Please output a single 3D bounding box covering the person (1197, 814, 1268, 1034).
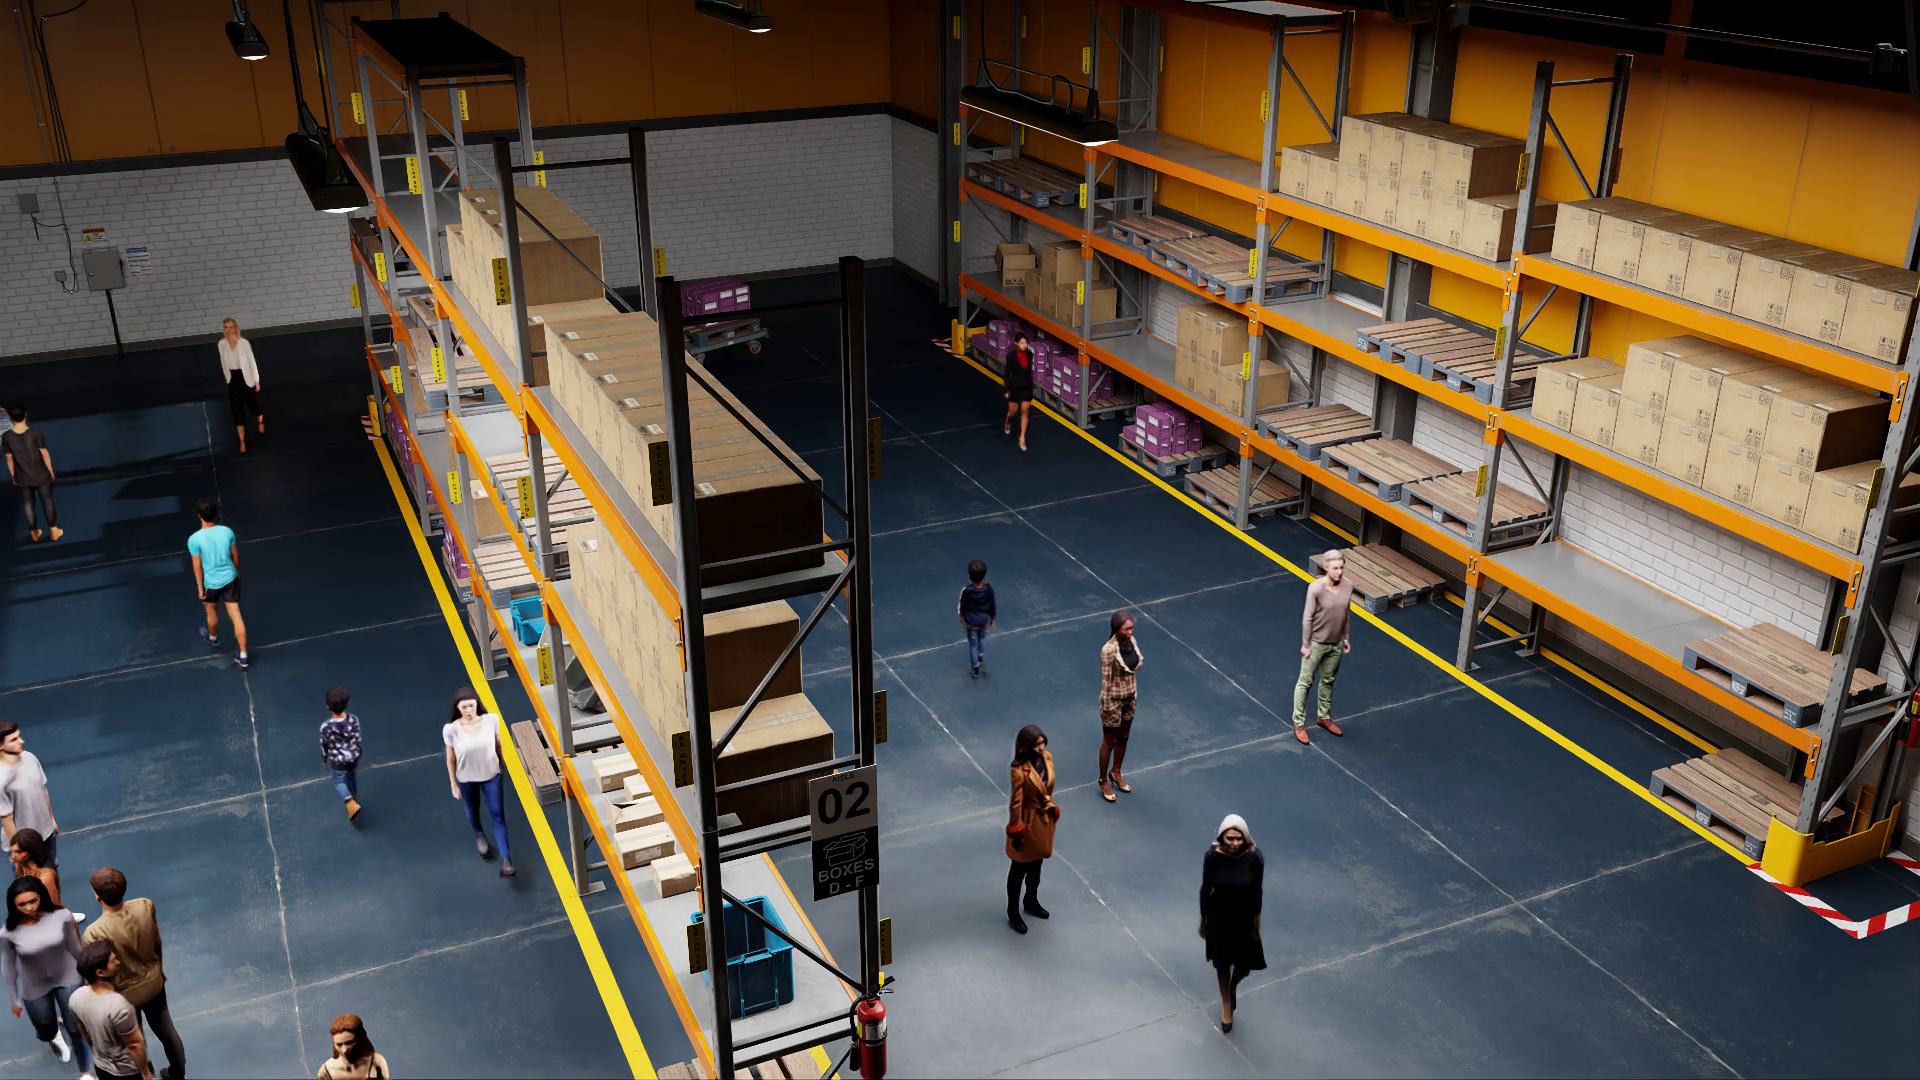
[{"bbox_3d":[1.903,2.646,11.679,0.800,1.737,0.852,3,24,8],"label":"person"}]

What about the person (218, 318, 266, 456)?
[{"bbox_3d":[-9.666,-2.117,22.478,0.879,1.814,1.249,-3,24,-8],"label":"person"}]

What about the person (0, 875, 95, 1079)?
[{"bbox_3d":[-6.062,2.921,11.078,0.733,1.714,0.934,-17,29,-34],"label":"person"}]

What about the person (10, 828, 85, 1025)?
[{"bbox_3d":[-6.320,2.721,11.576,0.596,1.682,0.699,16,28,32],"label":"person"}]

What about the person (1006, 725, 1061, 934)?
[{"bbox_3d":[0.547,2.188,12.748,0.754,1.720,0.714,-22,32,-40],"label":"person"}]

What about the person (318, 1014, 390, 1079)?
[{"bbox_3d":[-3.546,3.500,9.867,0.578,1.625,0.573,-9,25,-19],"label":"person"}]

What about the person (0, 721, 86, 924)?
[{"bbox_3d":[-7.031,2.196,12.525,0.807,1.884,0.672,1,24,2],"label":"person"}]

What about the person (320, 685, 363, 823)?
[{"bbox_3d":[-5.249,1.829,14.166,0.606,1.242,0.762,-19,30,-37],"label":"person"}]

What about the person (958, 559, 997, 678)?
[{"bbox_3d":[0.173,0.797,16.573,0.608,1.206,0.735,-5,24,-11],"label":"person"}]

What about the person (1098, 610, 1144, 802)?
[{"bbox_3d":[1.373,1.416,14.421,0.655,1.794,0.651,-21,31,-40],"label":"person"}]

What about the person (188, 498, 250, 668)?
[{"bbox_3d":[-7.368,0.469,16.666,0.885,1.732,1.184,-21,31,-39],"label":"person"}]

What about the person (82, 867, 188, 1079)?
[{"bbox_3d":[-5.394,2.936,10.873,0.780,1.852,0.745,11,26,24],"label":"person"}]

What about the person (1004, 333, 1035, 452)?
[{"bbox_3d":[0.780,-2.021,22.490,0.615,1.630,0.754,-7,25,-16],"label":"person"}]

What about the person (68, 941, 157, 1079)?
[{"bbox_3d":[-5.221,3.245,10.334,0.668,1.717,0.740,10,26,22],"label":"person"}]

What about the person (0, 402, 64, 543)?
[{"bbox_3d":[-10.925,-0.798,19.586,0.667,1.714,0.646,-6,24,-12],"label":"person"}]

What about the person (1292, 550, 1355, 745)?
[{"bbox_3d":[3.371,0.943,15.403,0.686,1.875,0.621,-9,25,-19],"label":"person"}]

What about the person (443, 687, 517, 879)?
[{"bbox_3d":[-3.928,1.907,13.490,0.608,1.640,1.077,-11,26,-23],"label":"person"}]
